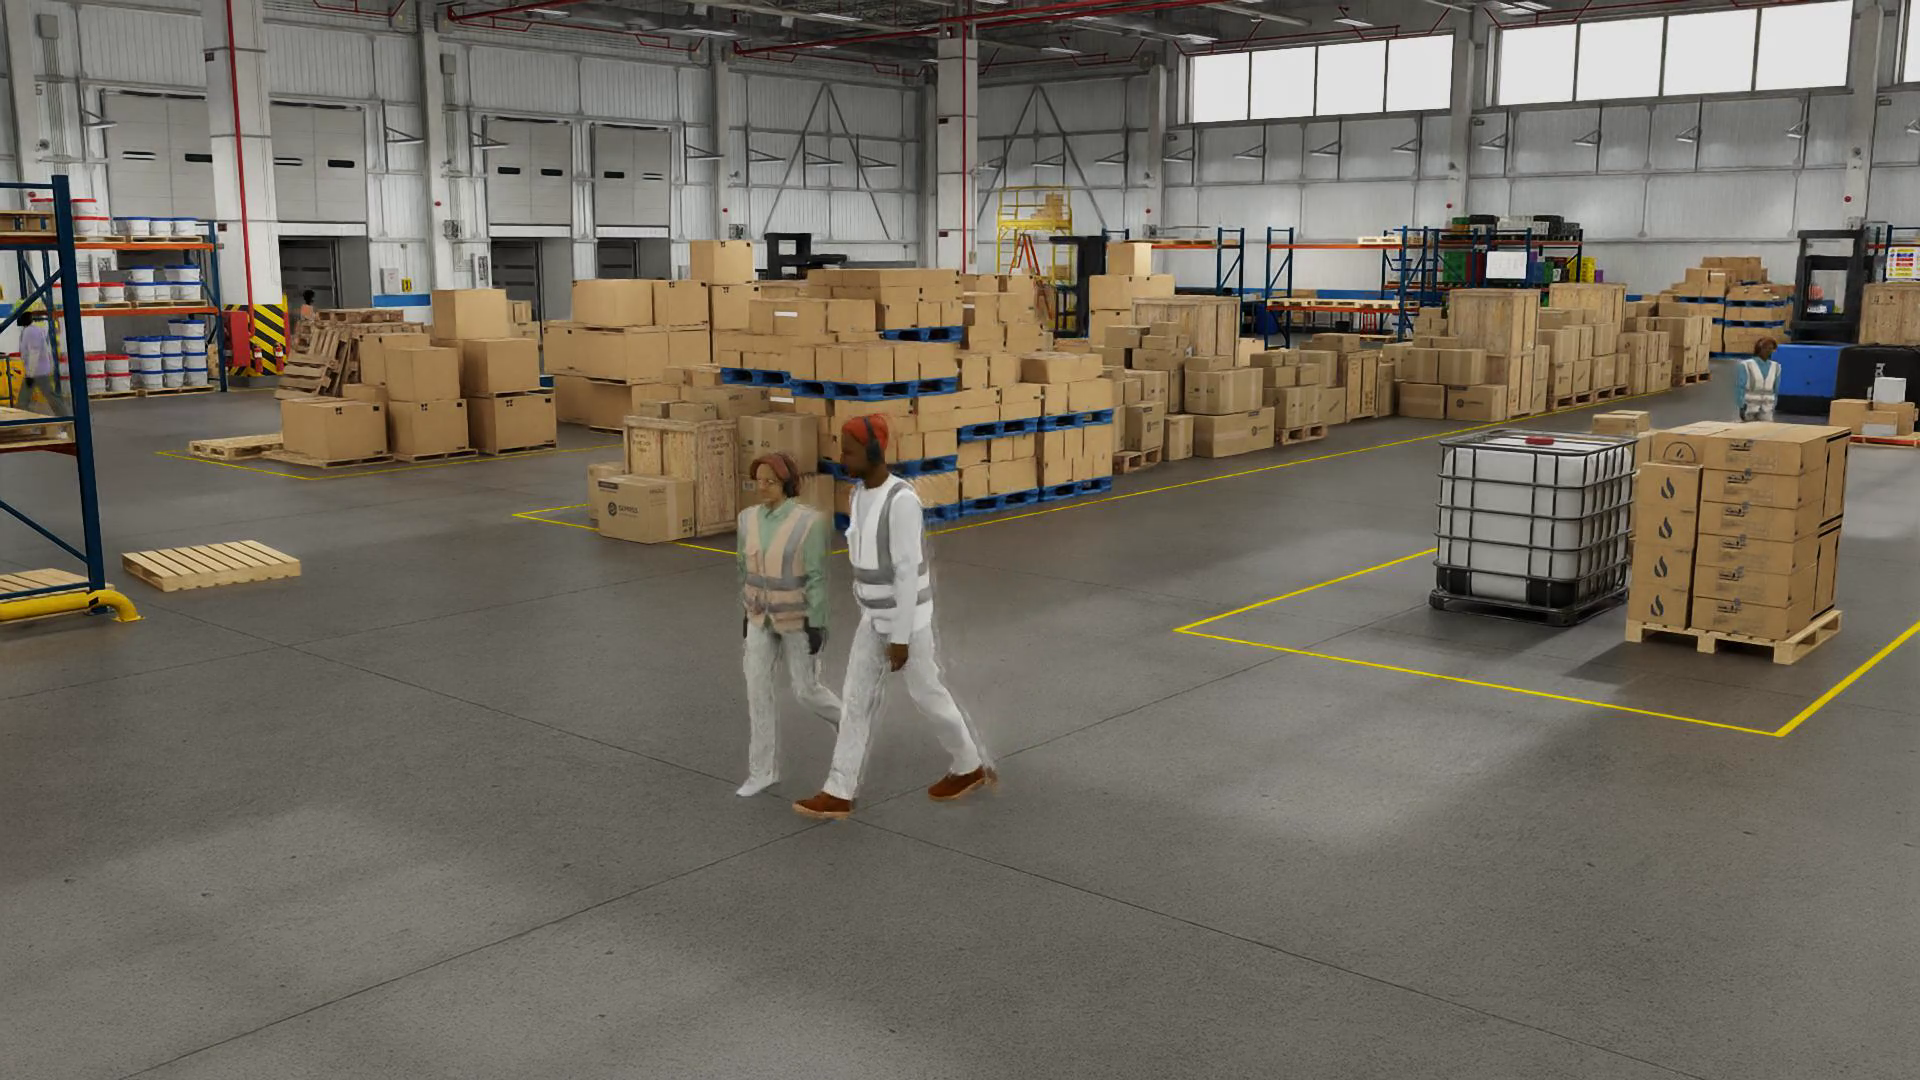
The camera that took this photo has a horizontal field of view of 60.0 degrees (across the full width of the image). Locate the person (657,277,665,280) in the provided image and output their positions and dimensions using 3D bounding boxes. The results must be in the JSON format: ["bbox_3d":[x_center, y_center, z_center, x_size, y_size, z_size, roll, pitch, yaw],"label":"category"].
[{"bbox_3d":[-6.455,-4.716,35.971,0.636,1.927,0.386,-5,11,-24],"label":"person"}]

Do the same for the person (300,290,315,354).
[{"bbox_3d":[-13.453,-4.345,34.583,0.731,1.673,0.551,0,10,2],"label":"person"}]

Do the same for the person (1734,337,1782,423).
[{"bbox_3d":[8.664,-1.418,18.139,0.523,1.595,0.870,0,10,-2],"label":"person"}]

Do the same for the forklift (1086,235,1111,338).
[{"bbox_3d":[3.160,-5.590,38.221,1.873,2.768,1.129,2,10,14],"label":"forklift"}]

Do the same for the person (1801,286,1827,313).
[{"bbox_3d":[15.711,-3.767,30.729,0.582,1.875,0.953,-4,11,-22],"label":"person"}]

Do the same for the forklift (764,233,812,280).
[{"bbox_3d":[-3.210,-4.351,31.165,1.873,2.768,1.129,8,13,40],"label":"forklift"}]

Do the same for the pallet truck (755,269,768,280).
[{"bbox_3d":[-4.996,-6.432,45.525,1.885,1.965,0.823,-6,12,-32],"label":"pallet truck"}]

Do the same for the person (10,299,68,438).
[{"bbox_3d":[-12.286,-2.235,22.003,0.608,1.872,1.000,10,14,44],"label":"person"}]

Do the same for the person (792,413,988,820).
[{"bbox_3d":[-0.277,0.343,7.465,0.949,1.848,0.594,-6,12,-31],"label":"person"}]

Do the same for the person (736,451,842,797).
[{"bbox_3d":[-0.796,0.370,7.894,0.513,1.618,0.686,6,11,30],"label":"person"}]

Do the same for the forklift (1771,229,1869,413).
[{"bbox_3d":[13.358,-3.388,25.680,1.129,2.768,1.873,8,13,40],"label":"forklift"}]
